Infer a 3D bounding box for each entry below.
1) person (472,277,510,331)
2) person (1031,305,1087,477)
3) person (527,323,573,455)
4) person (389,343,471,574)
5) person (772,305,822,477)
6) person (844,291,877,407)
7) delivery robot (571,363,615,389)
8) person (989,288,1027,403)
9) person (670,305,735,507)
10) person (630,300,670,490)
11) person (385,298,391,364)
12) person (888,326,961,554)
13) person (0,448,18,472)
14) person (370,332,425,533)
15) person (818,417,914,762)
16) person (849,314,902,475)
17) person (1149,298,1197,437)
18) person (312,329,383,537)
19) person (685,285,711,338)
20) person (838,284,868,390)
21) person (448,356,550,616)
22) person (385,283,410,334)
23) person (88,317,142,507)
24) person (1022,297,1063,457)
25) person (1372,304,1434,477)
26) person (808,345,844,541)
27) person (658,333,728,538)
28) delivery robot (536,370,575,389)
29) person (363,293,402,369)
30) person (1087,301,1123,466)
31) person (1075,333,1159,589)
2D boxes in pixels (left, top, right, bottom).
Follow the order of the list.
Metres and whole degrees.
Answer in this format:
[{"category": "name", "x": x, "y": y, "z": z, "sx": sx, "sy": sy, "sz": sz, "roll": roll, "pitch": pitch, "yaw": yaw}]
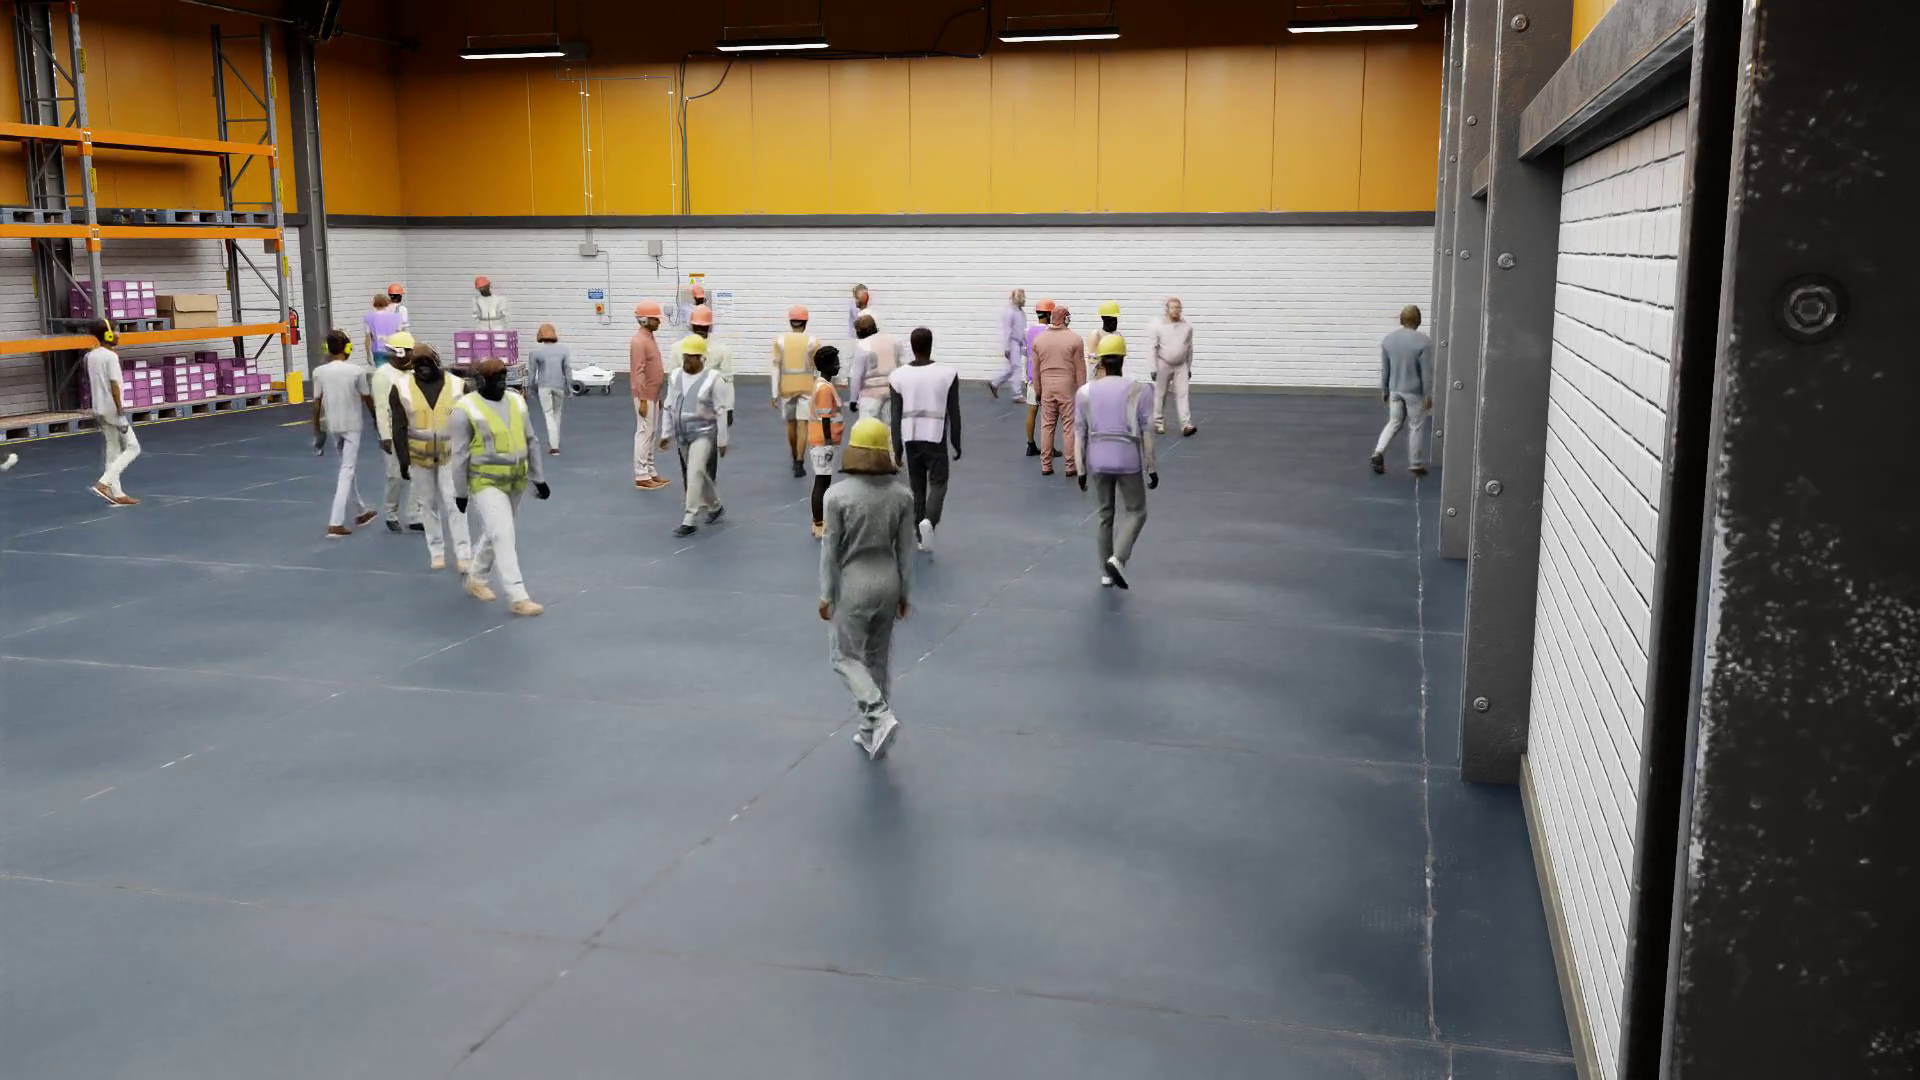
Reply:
[{"category": "person", "x": -8.677, "y": -3.876, "z": 30.856, "sx": 0.683, "sy": 1.994, "sz": 0.530, "roll": -1, "pitch": 10, "yaw": -4}, {"category": "person", "x": 1.122, "y": -1.657, "z": 18.517, "sx": 0.638, "sy": 1.907, "sz": 0.408, "roll": 5, "pitch": 11, "yaw": 26}, {"category": "person", "x": -5.098, "y": -1.870, "z": 20.554, "sx": 0.527, "sy": 1.597, "sz": 0.777, "roll": -6, "pitch": 12, "yaw": -31}, {"category": "person", "x": -4.080, "y": -0.620, "z": 12.948, "sx": 0.639, "sy": 1.797, "sz": 0.861, "roll": -4, "pitch": 11, "yaw": -19}, {"category": "person", "x": -1.793, "y": -1.684, "z": 18.717, "sx": 0.579, "sy": 1.883, "sz": 0.992, "roll": 1, "pitch": 10, "yaw": 5}, {"category": "person", "x": -1.440, "y": -3.020, "z": 26.376, "sx": 0.812, "sy": 1.856, "sz": 0.575, "roll": 5, "pitch": 11, "yaw": 26}, {"category": "delivery robot", "x": -6.305, "y": -2.806, "z": 28.577, "sx": 0.707, "sy": 0.478, "sz": 0.477, "roll": 0, "pitch": 10, "yaw": -1}, {"category": "person", "x": 0.823, "y": -3.178, "z": 27.213, "sx": 0.740, "sy": 1.886, "sz": 0.657, "roll": 4, "pitch": 11, "yaw": 23}, {"category": "person", "x": -2.522, "y": -1.294, "z": 16.226, "sx": 0.653, "sy": 1.980, "sz": 0.522, "roll": 0, "pitch": 10, "yaw": -1}, {"category": "person", "x": -3.284, "y": -1.530, "z": 17.546, "sx": 0.387, "sy": 1.992, "sz": 0.622, "roll": 0, "pitch": 10, "yaw": 3}, {"category": "person", "x": -10.072, "y": -3.443, "z": 29.376, "sx": 0.513, "sy": 1.642, "sz": 0.311, "roll": -3, "pitch": 10, "yaw": -16}, {"category": "person", "x": -0.301, "y": -0.822, "z": 13.823, "sx": 0.593, "sy": 1.899, "sz": 0.770, "roll": 2, "pitch": 10, "yaw": 9}, {"category": "person", "x": -11.028, "y": -1.603, "z": 18.550, "sx": 0.580, "sy": 1.781, "sz": 0.946, "roll": 3, "pitch": 10, "yaw": 17}, {"category": "person", "x": -4.945, "y": -0.931, "z": 14.744, "sx": 0.590, "sy": 1.788, "sz": 0.702, "roll": 3, "pitch": 11, "yaw": 18}, {"category": "person", "x": -0.430, "y": 0.257, "z": 8.197, "sx": 0.491, "sy": 1.721, "sz": 0.576, "roll": -6, "pitch": 12, "yaw": -30}, {"category": "person", "x": -0.915, "y": -1.596, "z": 18.477, "sx": 0.705, "sy": 1.809, "sz": 0.432, "roll": -9, "pitch": 14, "yaw": -43}, {"category": "person", "x": 2.871, "y": -2.318, "z": 22.404, "sx": 0.659, "sy": 1.856, "sz": 0.954, "roll": -2, "pitch": 10, "yaw": -10}, {"category": "person", "x": -5.448, "y": -0.964, "z": 14.847, "sx": 0.523, "sy": 1.816, "sz": 0.954, "roll": 2, "pitch": 10, "yaw": 13}, {"category": "person", "x": -4.415, "y": -3.411, "z": 28.519, "sx": 0.555, "sy": 1.871, "sz": 1.014, "roll": -10, "pitch": 14, "yaw": -44}, {"category": "person", "x": -1.712, "y": -3.577, "z": 29.442, "sx": 1.011, "sy": 1.884, "sz": 0.655, "roll": 2, "pitch": 10, "yaw": 9}, {"category": "person", "x": -3.278, "y": -0.403, "z": 11.734, "sx": 0.941, "sy": 1.801, "sz": 0.626, "roll": 6, "pitch": 12, "yaw": 32}, {"category": "person", "x": -9.360, "y": -3.297, "z": 27.709, "sx": 0.544, "sy": 1.939, "sz": 0.354, "roll": 4, "pitch": 11, "yaw": 24}, {"category": "person", "x": -8.290, "y": -1.239, "z": 16.270, "sx": 0.544, "sy": 1.860, "sz": 0.412, "roll": 8, "pitch": 13, "yaw": 37}, {"category": "person", "x": 1.018, "y": -1.973, "z": 20.220, "sx": 0.551, "sy": 1.933, "sz": 0.376, "roll": 9, "pitch": 13, "yaw": 41}, {"category": "person", "x": 4.920, "y": -1.635, "z": 18.344, "sx": 0.752, "sy": 1.921, "sz": 0.647, "roll": -9, "pitch": 13, "yaw": -40}, {"category": "person", "x": -1.168, "y": -0.845, "z": 14.510, "sx": 0.317, "sy": 1.695, "sz": 0.540, "roll": -1, "pitch": 10, "yaw": -8}, {"category": "person", "x": -2.343, "y": -0.962, "z": 14.917, "sx": 0.596, "sy": 1.795, "sz": 0.910, "roll": 6, "pitch": 12, "yaw": 30}, {"category": "delivery robot", "x": -7.007, "y": -2.847, "z": 28.809, "sx": 0.707, "sy": 0.478, "sz": 0.477, "roll": 5, "pitch": 11, "yaw": 25}, {"category": "person", "x": -8.921, "y": -2.908, "z": 25.792, "sx": 0.584, "sy": 1.834, "sz": 0.502, "roll": -4, "pitch": 11, "yaw": -23}, {"category": "person", "x": 1.715, "y": -1.808, "z": 19.310, "sx": 0.369, "sy": 1.925, "sz": 0.594, "roll": 8, "pitch": 13, "yaw": 40}, {"category": "person", "x": 1.150, "y": -0.567, "z": 12.315, "sx": 0.641, "sy": 1.912, "sz": 0.614, "roll": 4, "pitch": 11, "yaw": 22}]
